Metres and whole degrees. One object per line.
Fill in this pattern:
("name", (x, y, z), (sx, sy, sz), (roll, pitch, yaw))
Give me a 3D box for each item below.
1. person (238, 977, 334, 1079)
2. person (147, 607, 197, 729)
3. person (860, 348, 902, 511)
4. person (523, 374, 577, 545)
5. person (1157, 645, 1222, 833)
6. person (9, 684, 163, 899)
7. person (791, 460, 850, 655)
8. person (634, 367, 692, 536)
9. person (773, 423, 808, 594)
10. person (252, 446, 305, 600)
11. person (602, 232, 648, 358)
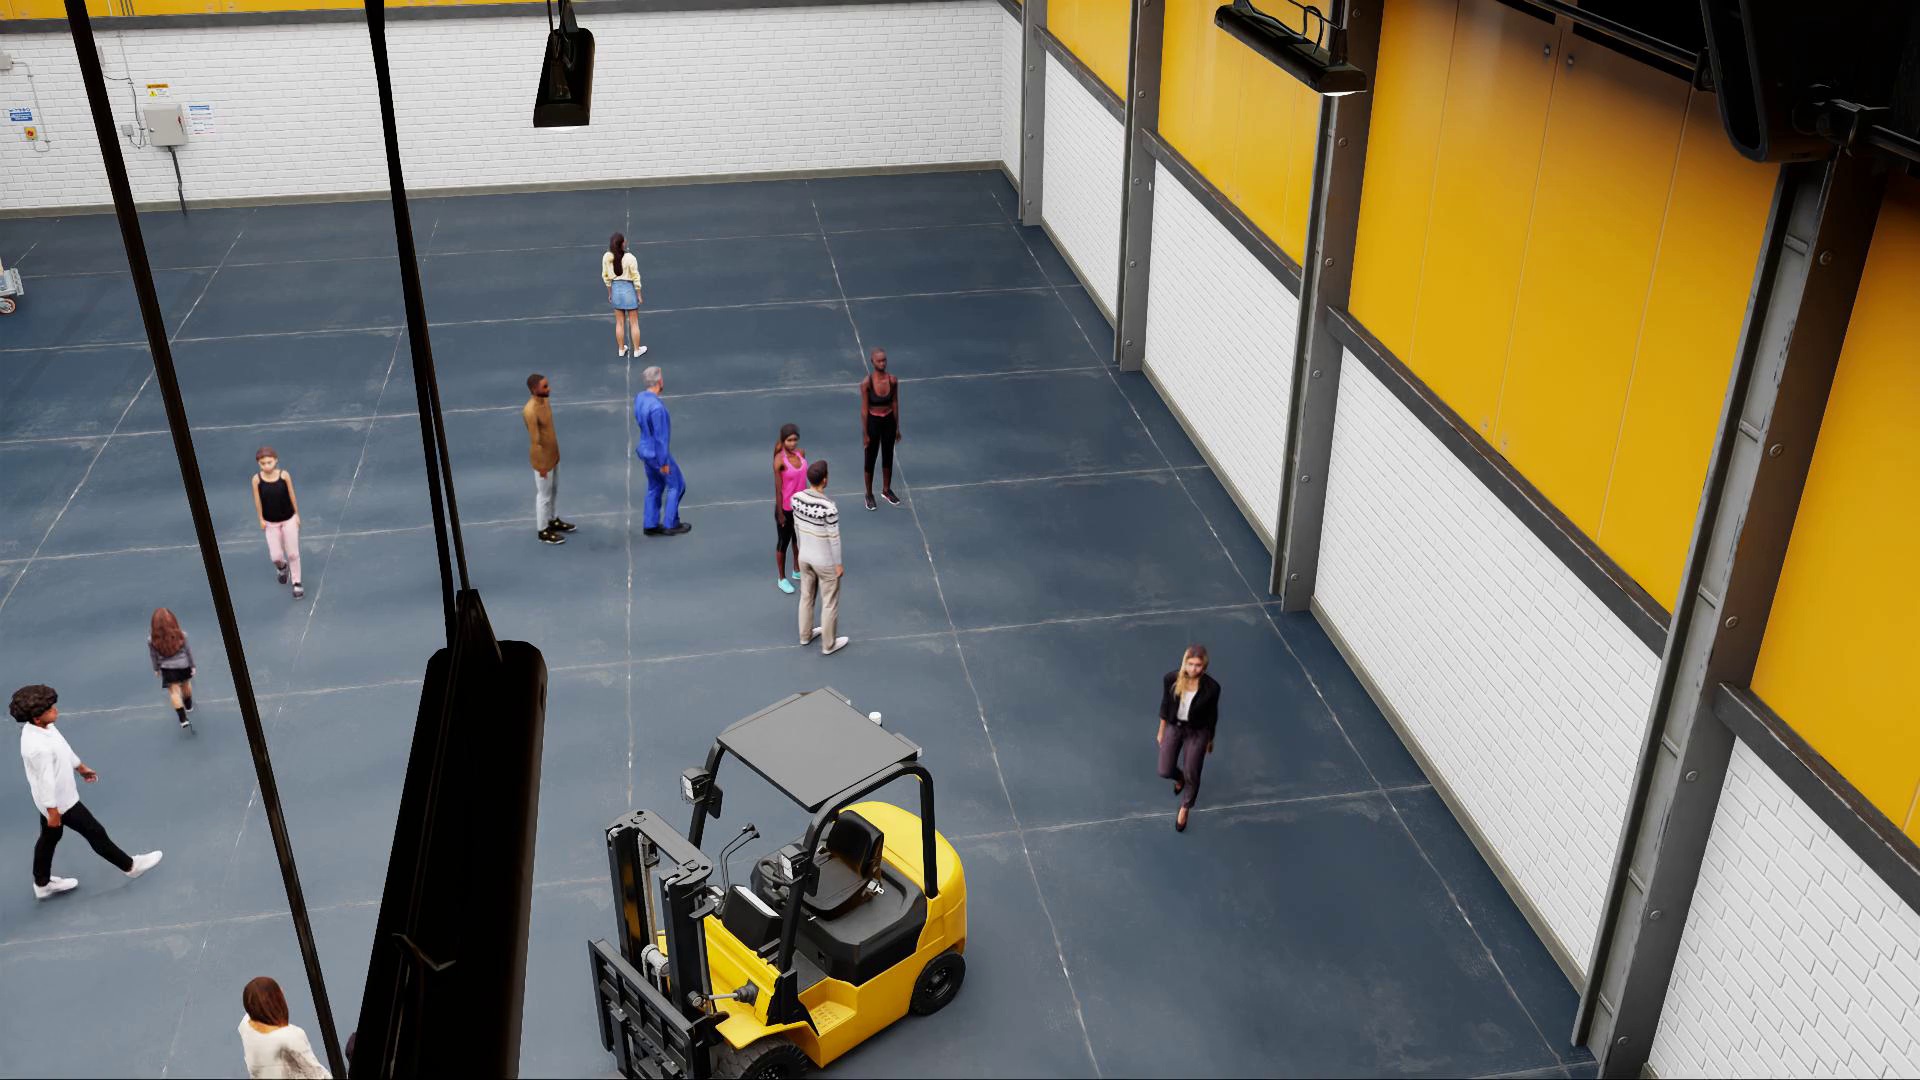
("person", (-3.917, 3.249, 9.510), (1.079, 1.637, 1.143), (18, 33, 29))
("person", (-6.646, 1.084, 14.053), (0.620, 1.088, 0.842), (-15, 32, -25))
("person", (-0.845, -1.199, 17.539), (0.636, 1.757, 0.619), (-12, 31, -22))
("person", (-4.215, -0.840, 16.821), (0.743, 1.815, 0.591), (4, 29, 6))
("person", (1.752, 1.469, 12.751), (0.782, 1.658, 0.859), (10, 30, 18))
("person", (-6.581, 1.849, 11.951), (0.958, 1.757, 1.134), (-15, 32, -26))
("person", (-1.274, 0.160, 14.950), (0.731, 1.850, 0.807), (21, 35, 33))
("person", (-3.161, -0.844, 16.852), (0.941, 1.792, 0.784), (-14, 32, -24))
("person", (-1.629, -0.337, 15.993), (0.701, 1.725, 0.658), (24, 37, 37))
("person", (-6.510, -0.209, 15.936), (0.606, 1.554, 0.789), (-11, 31, -20))
("person", (-4.288, -3.133, 21.216), (0.709, 1.631, 0.681), (5, 29, 9))
